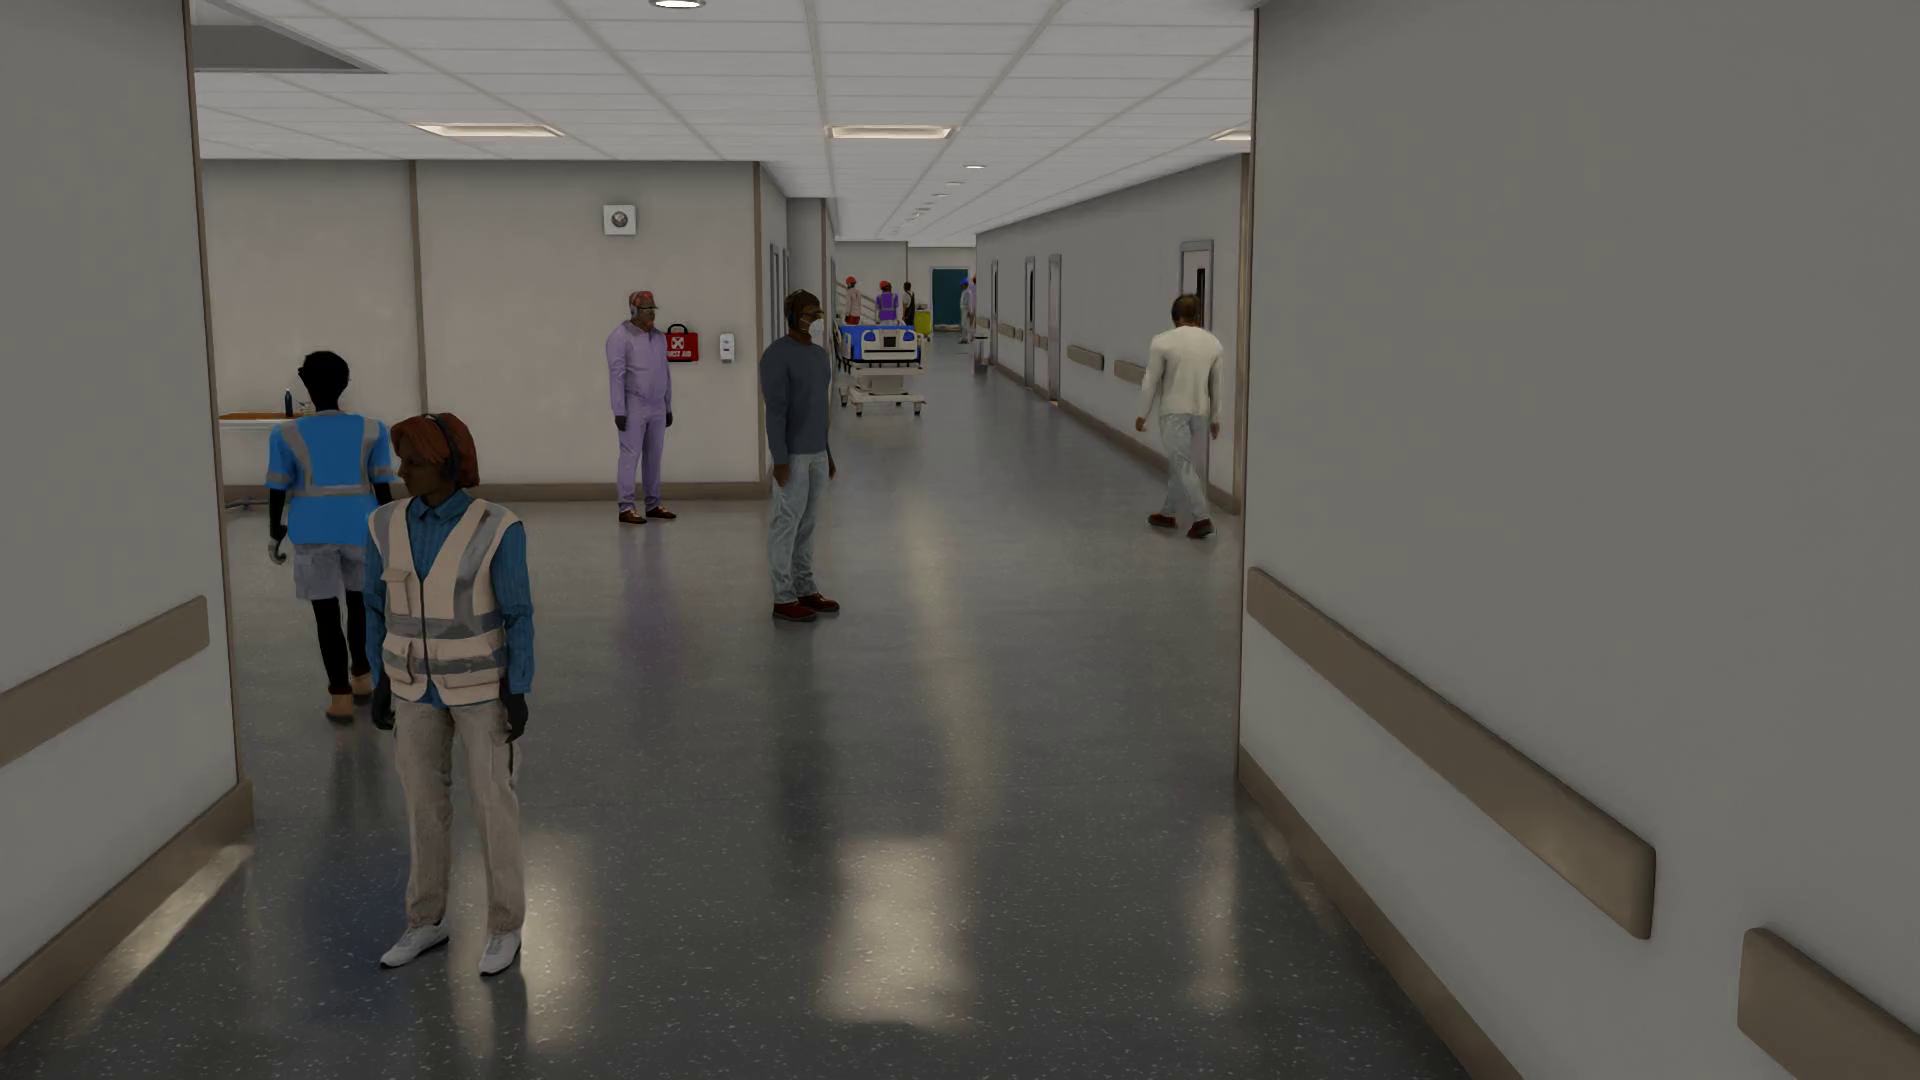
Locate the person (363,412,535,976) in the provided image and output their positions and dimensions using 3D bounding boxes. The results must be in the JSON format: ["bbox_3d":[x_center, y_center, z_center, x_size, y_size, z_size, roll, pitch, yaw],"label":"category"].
[{"bbox_3d":[-1.473,0.447,4.817,0.517,1.636,0.314,2,9,13],"label":"person"}]

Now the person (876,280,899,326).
[{"bbox_3d":[-1.818,-5.545,41.646,0.576,1.894,0.576,0,9,-1],"label":"person"}]

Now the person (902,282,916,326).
[{"bbox_3d":[-1.423,-6.223,46.061,0.339,1.839,0.513,6,11,35],"label":"person"}]

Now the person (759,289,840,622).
[{"bbox_3d":[-0.935,-0.500,9.818,0.370,1.941,0.627,4,10,24],"label":"person"}]

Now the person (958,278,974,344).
[{"bbox_3d":[0.186,-6.747,49.052,0.469,1.932,0.617,-2,9,-13],"label":"person"}]

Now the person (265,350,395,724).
[{"bbox_3d":[-2.897,-0.027,7.644,0.551,1.669,0.676,-6,11,-32],"label":"person"}]

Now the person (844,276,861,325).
[{"bbox_3d":[-2.811,-5.868,43.345,0.401,1.989,0.623,6,11,31],"label":"person"}]

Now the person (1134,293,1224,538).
[{"bbox_3d":[1.752,-0.974,12.965,0.634,1.896,1.001,-5,10,-28],"label":"person"}]

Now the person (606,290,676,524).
[{"bbox_3d":[-2.590,-1.088,13.646,0.399,1.900,0.646,6,11,32],"label":"person"}]
